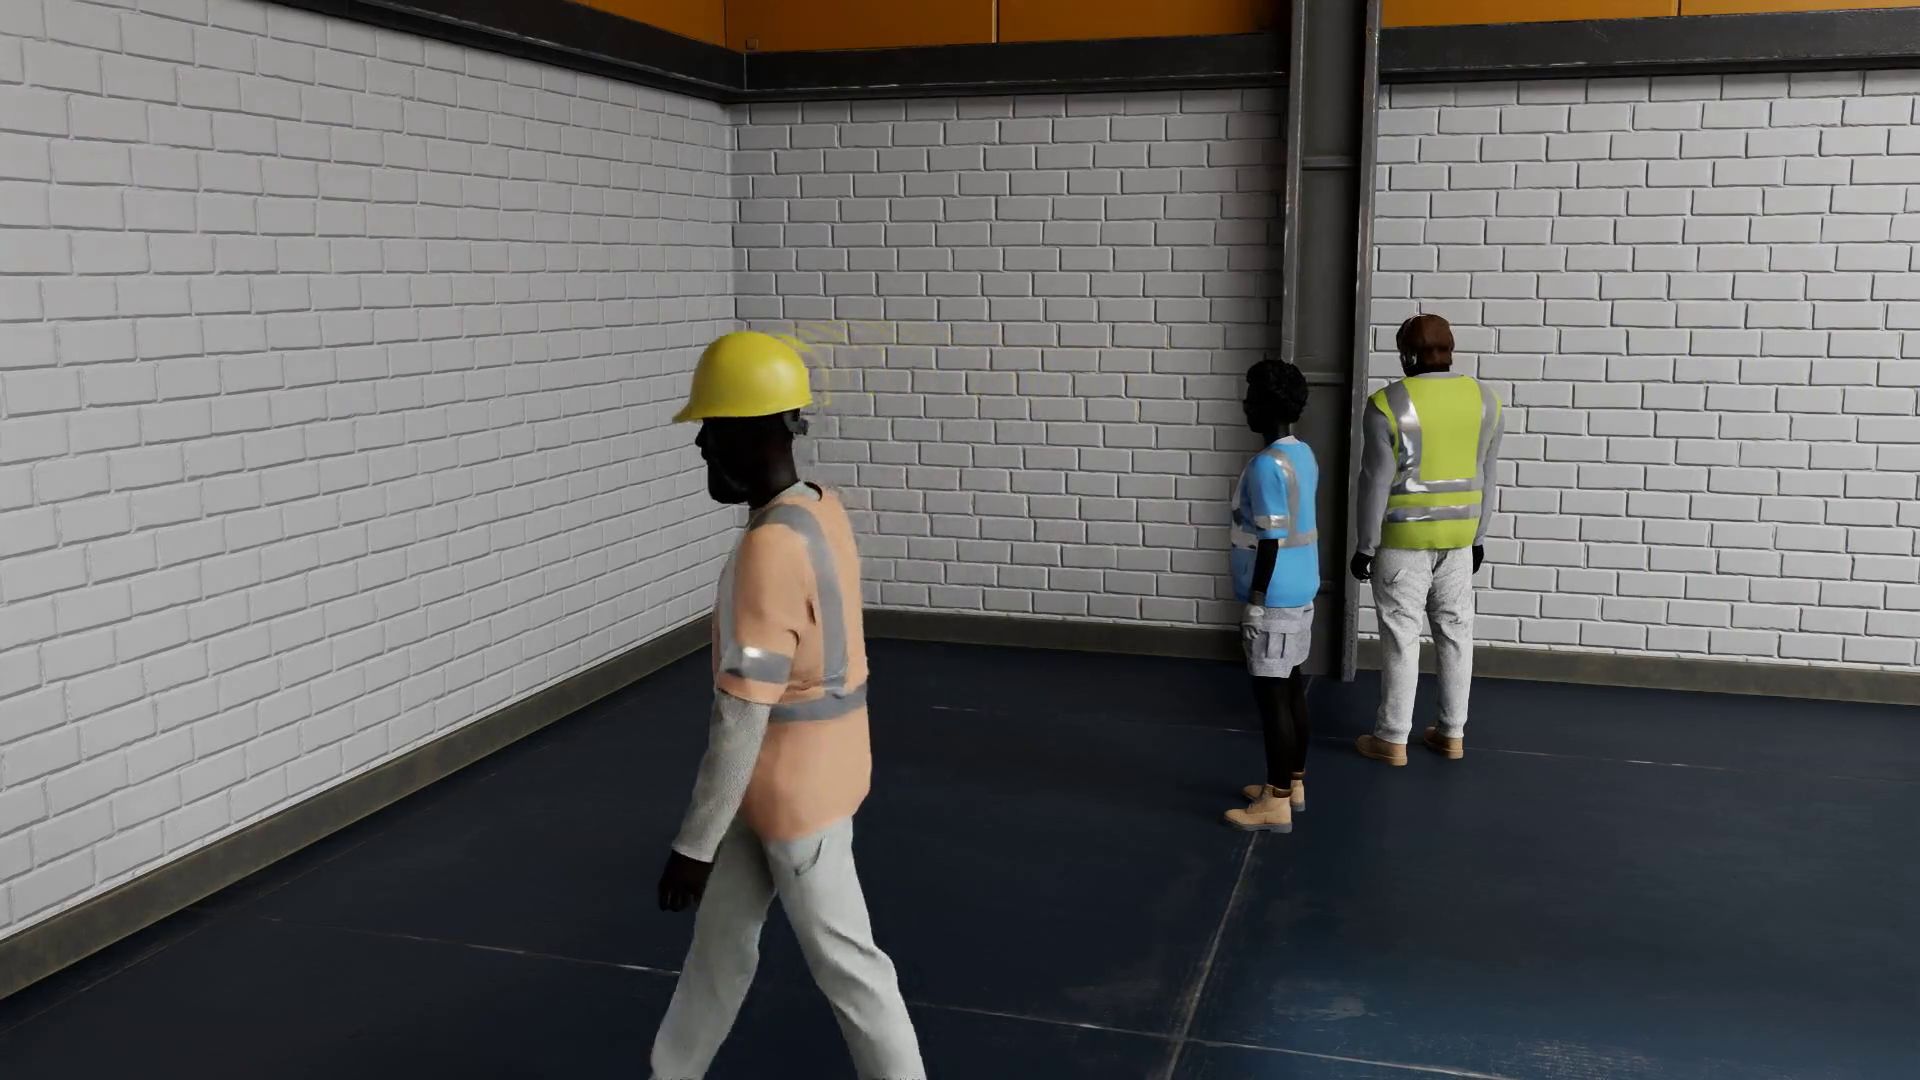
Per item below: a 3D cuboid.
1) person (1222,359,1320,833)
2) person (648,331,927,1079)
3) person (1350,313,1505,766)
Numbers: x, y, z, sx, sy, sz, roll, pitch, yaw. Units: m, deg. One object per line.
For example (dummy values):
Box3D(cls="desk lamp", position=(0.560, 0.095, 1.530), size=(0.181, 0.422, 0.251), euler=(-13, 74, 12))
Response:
Box3D(cls="person", position=(1.127, 0.200, 6.004), size=(0.316, 1.695, 0.541), euler=(4, 10, 25))
Box3D(cls="person", position=(-0.463, 0.516, 3.490), size=(0.958, 1.878, 0.605), euler=(0, 9, -1))
Box3D(cls="person", position=(1.875, 0.003, 6.784), size=(0.621, 1.838, 0.429), euler=(-3, 10, -17))
